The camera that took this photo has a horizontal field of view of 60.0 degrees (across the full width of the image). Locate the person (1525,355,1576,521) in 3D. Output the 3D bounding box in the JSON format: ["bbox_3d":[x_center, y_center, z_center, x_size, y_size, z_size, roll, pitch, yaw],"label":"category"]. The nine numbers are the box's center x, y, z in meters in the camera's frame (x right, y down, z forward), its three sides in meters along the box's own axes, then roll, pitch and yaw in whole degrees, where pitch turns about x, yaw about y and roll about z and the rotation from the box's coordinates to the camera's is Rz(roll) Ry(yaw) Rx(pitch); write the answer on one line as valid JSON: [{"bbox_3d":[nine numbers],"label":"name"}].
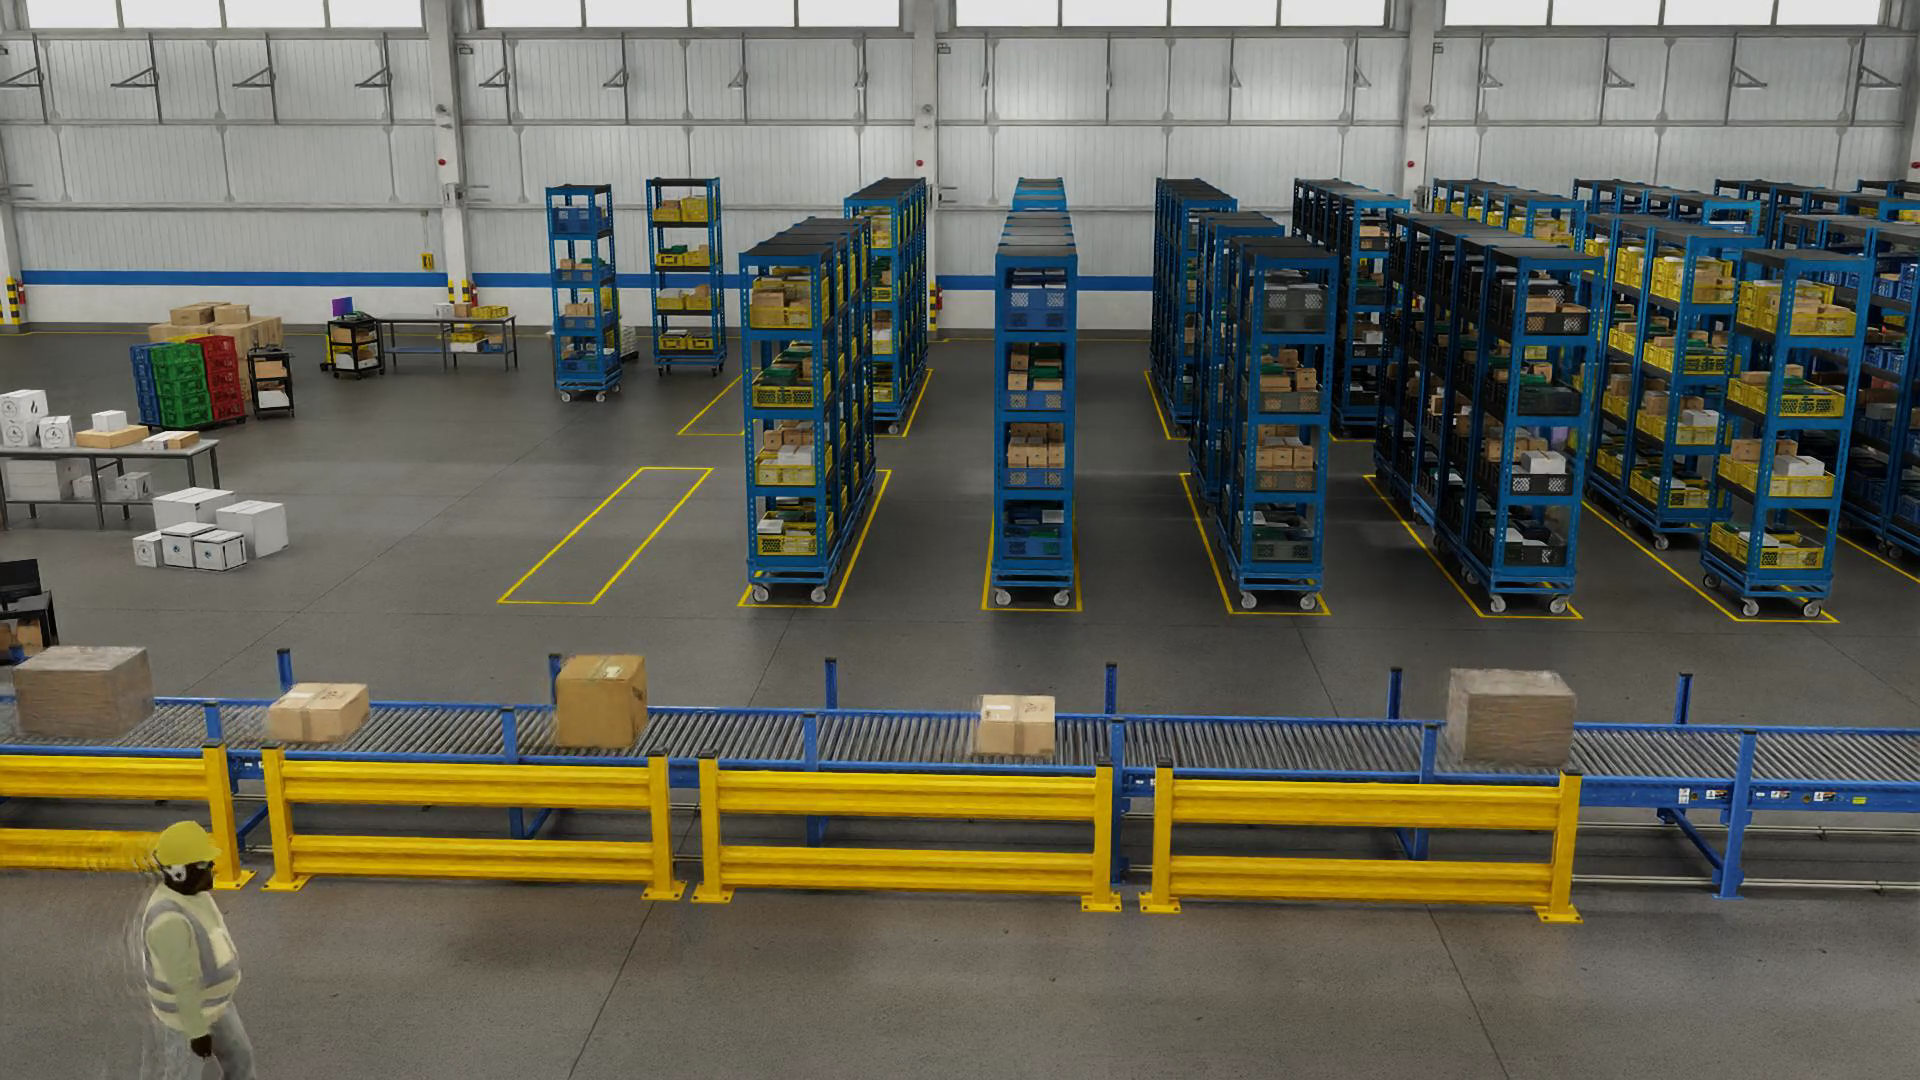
[{"bbox_3d":[7.215,-1.283,20.512,0.636,2.005,0.938,0,15,-1],"label":"person"}]

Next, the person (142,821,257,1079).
[{"bbox_3d":[-3.735,2.203,7.955,0.826,1.803,0.588,-3,15,-11],"label":"person"}]

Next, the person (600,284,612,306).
[{"bbox_3d":[-7.123,-4.665,33.548,0.372,1.735,0.580,-2,15,-8],"label":"person"}]

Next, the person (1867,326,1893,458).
[{"bbox_3d":[12.701,-2.021,23.256,0.374,1.995,0.622,-5,16,-19],"label":"person"}]
